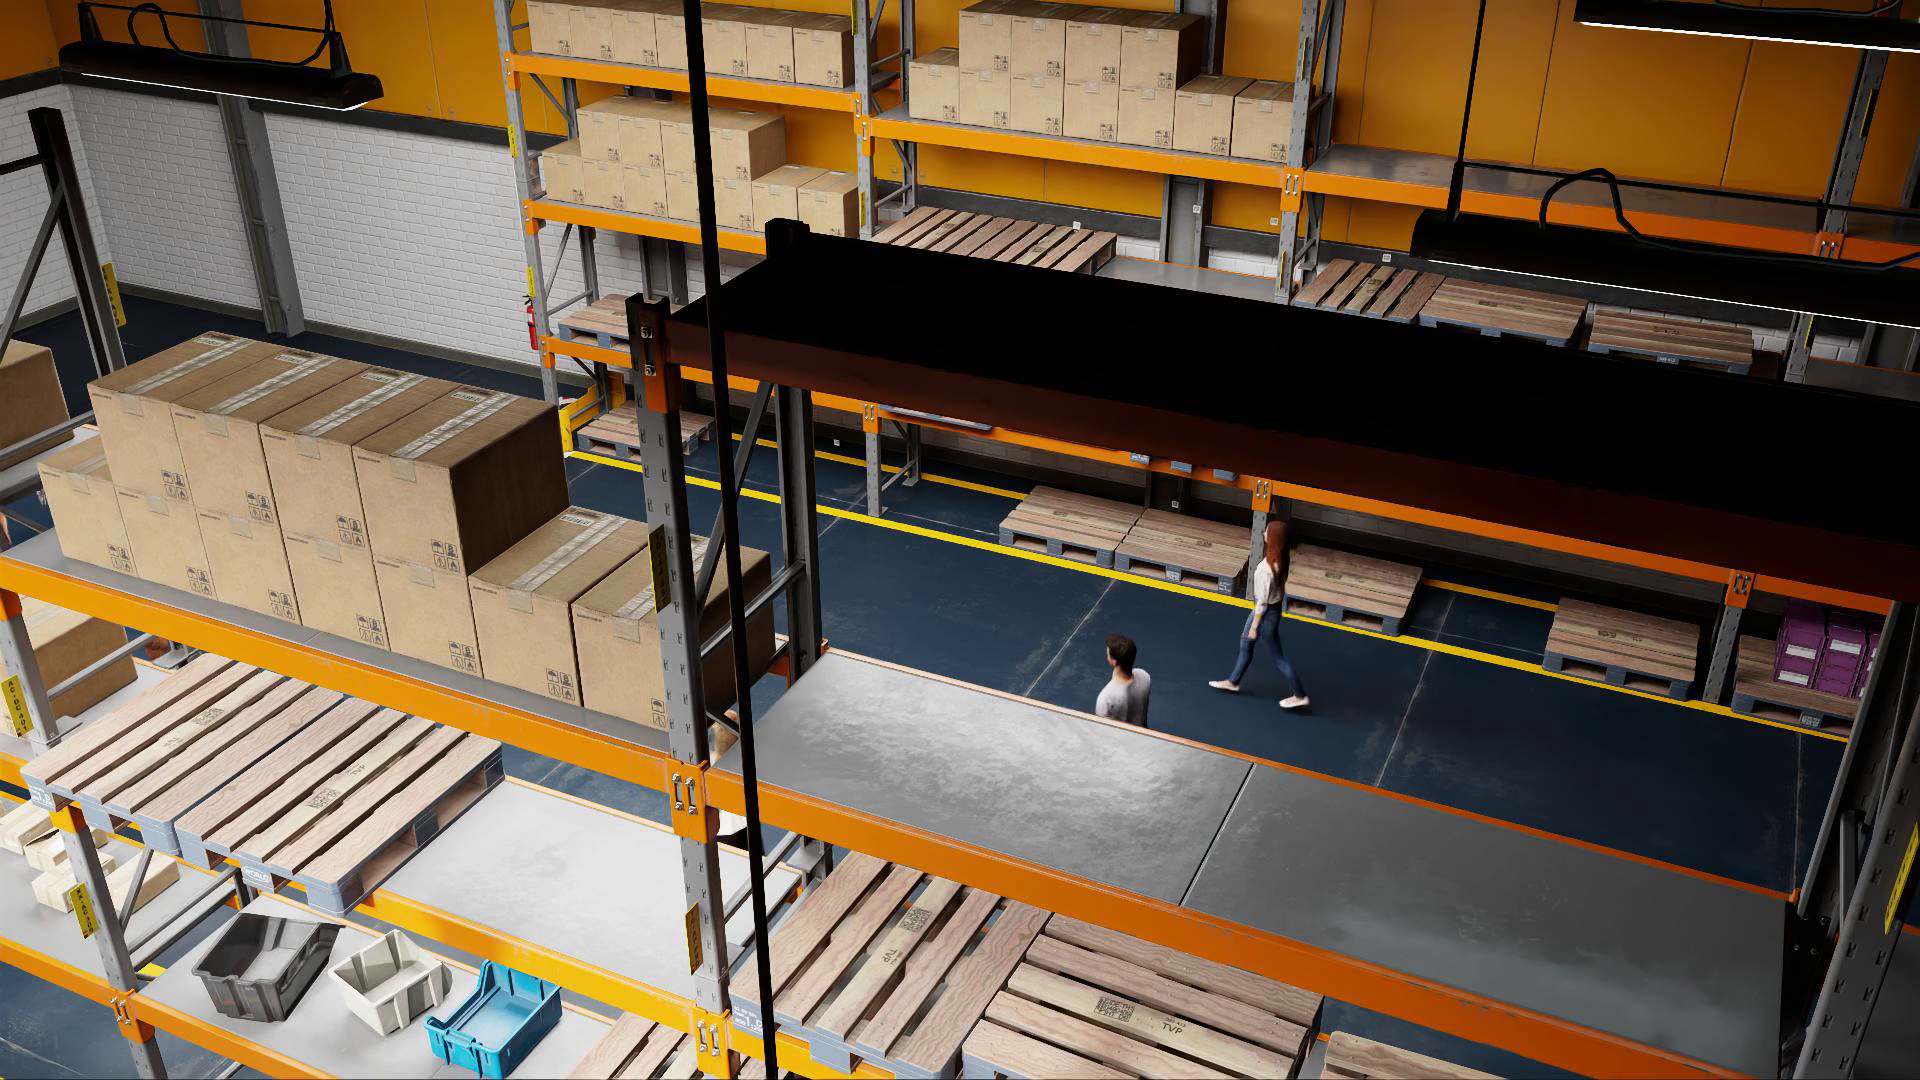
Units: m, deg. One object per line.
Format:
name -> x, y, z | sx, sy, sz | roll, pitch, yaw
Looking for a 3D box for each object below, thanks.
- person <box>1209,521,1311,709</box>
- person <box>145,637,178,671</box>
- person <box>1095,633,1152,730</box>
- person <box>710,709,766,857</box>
person -> 2.607, 0.652, 13.651 | 1.098, 1.691, 0.606 | 12, 31, 20
person -> -6.016, 1.354, 12.650 | 0.948, 1.418, 0.776 | -2, 29, -3
person -> 1.217, 1.530, 11.862 | 0.910, 1.864, 1.072 | -21, 35, -33
person -> -1.506, 1.912, 11.168 | 0.632, 1.859, 0.668 | 25, 37, 38
